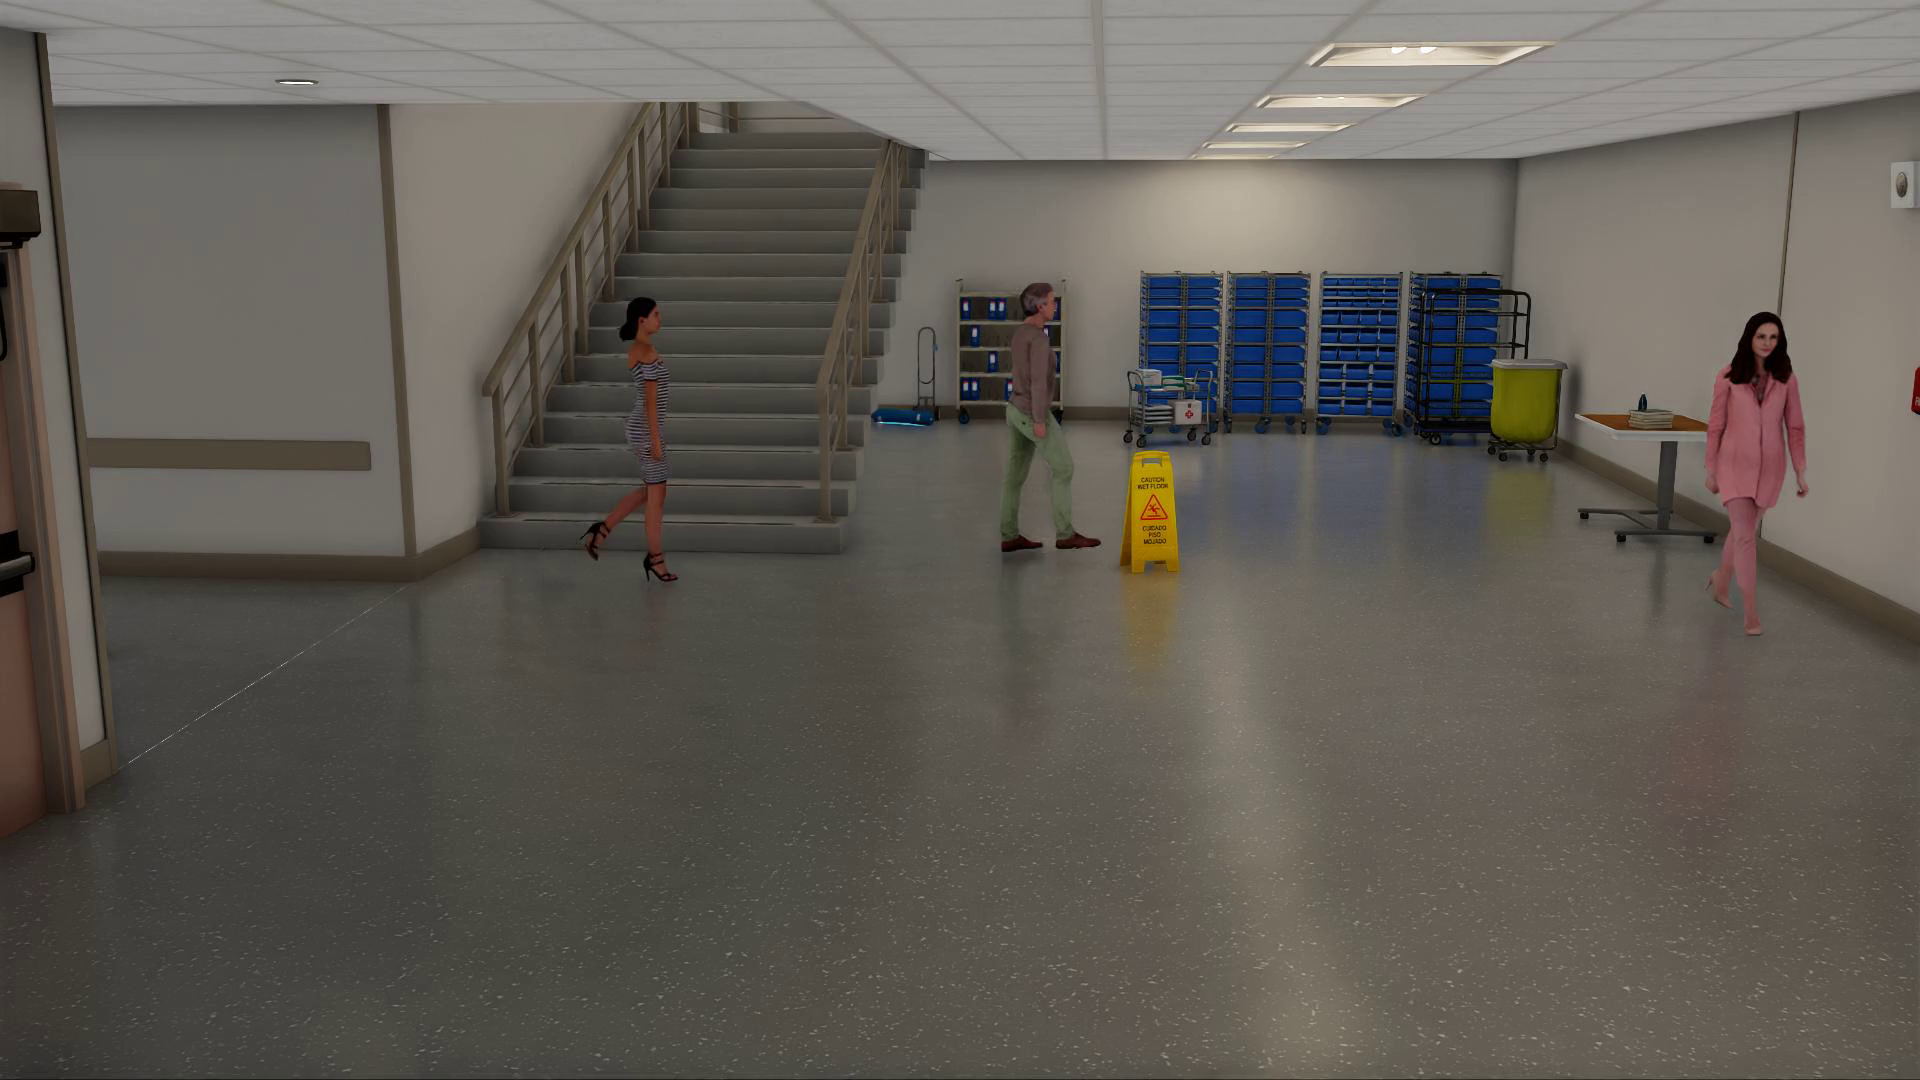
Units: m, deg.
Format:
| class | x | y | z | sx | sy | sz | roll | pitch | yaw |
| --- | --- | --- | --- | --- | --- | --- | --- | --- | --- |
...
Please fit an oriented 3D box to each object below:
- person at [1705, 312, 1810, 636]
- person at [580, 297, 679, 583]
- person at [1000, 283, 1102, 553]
| class | x | y | z | sx | sy | sz | roll | pitch | yaw |
| --- | --- | --- | --- | --- | --- | --- | --- | --- | --- |
| person | 4.424 | -0.369 | 9.362 | 0.671 | 1.749 | 1.141 | 2 | 11 | 9 |
| person | -2.067 | -0.616 | 10.508 | 0.842 | 1.808 | 0.867 | -3 | 11 | -16 |
| person | 0.408 | -0.812 | 11.416 | 0.962 | 1.855 | 0.979 | -4 | 11 | -18 |
